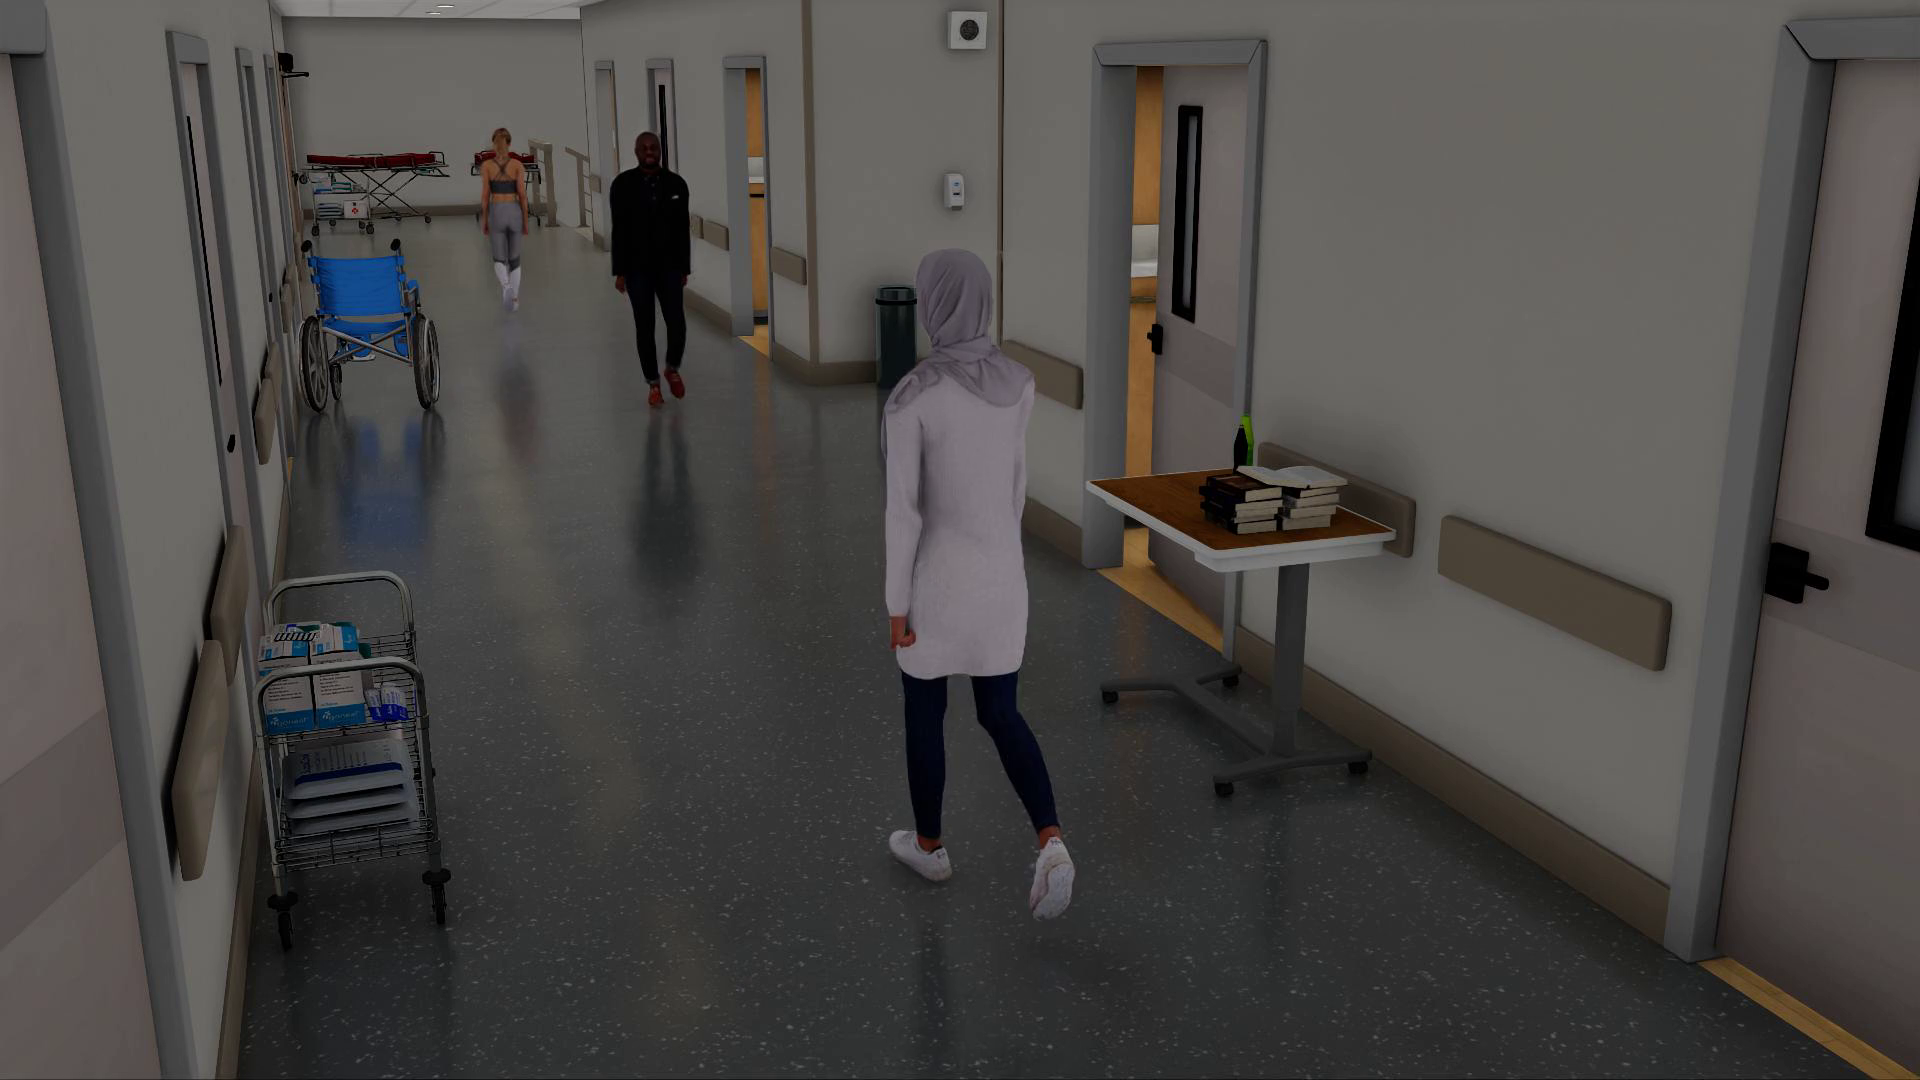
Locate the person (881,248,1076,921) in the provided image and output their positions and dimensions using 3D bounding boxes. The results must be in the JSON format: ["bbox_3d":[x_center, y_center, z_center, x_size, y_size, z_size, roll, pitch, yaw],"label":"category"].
[{"bbox_3d":[0.052,0.150,4.315,0.714,1.759,1.048,-9,18,-29],"label":"person"}]

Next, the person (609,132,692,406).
[{"bbox_3d":[-2.076,-1.816,11.199,0.722,1.806,0.691,-4,16,-14],"label":"person"}]

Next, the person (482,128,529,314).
[{"bbox_3d":[-4.186,-2.907,15.300,0.597,1.682,0.984,-4,16,-15],"label":"person"}]
